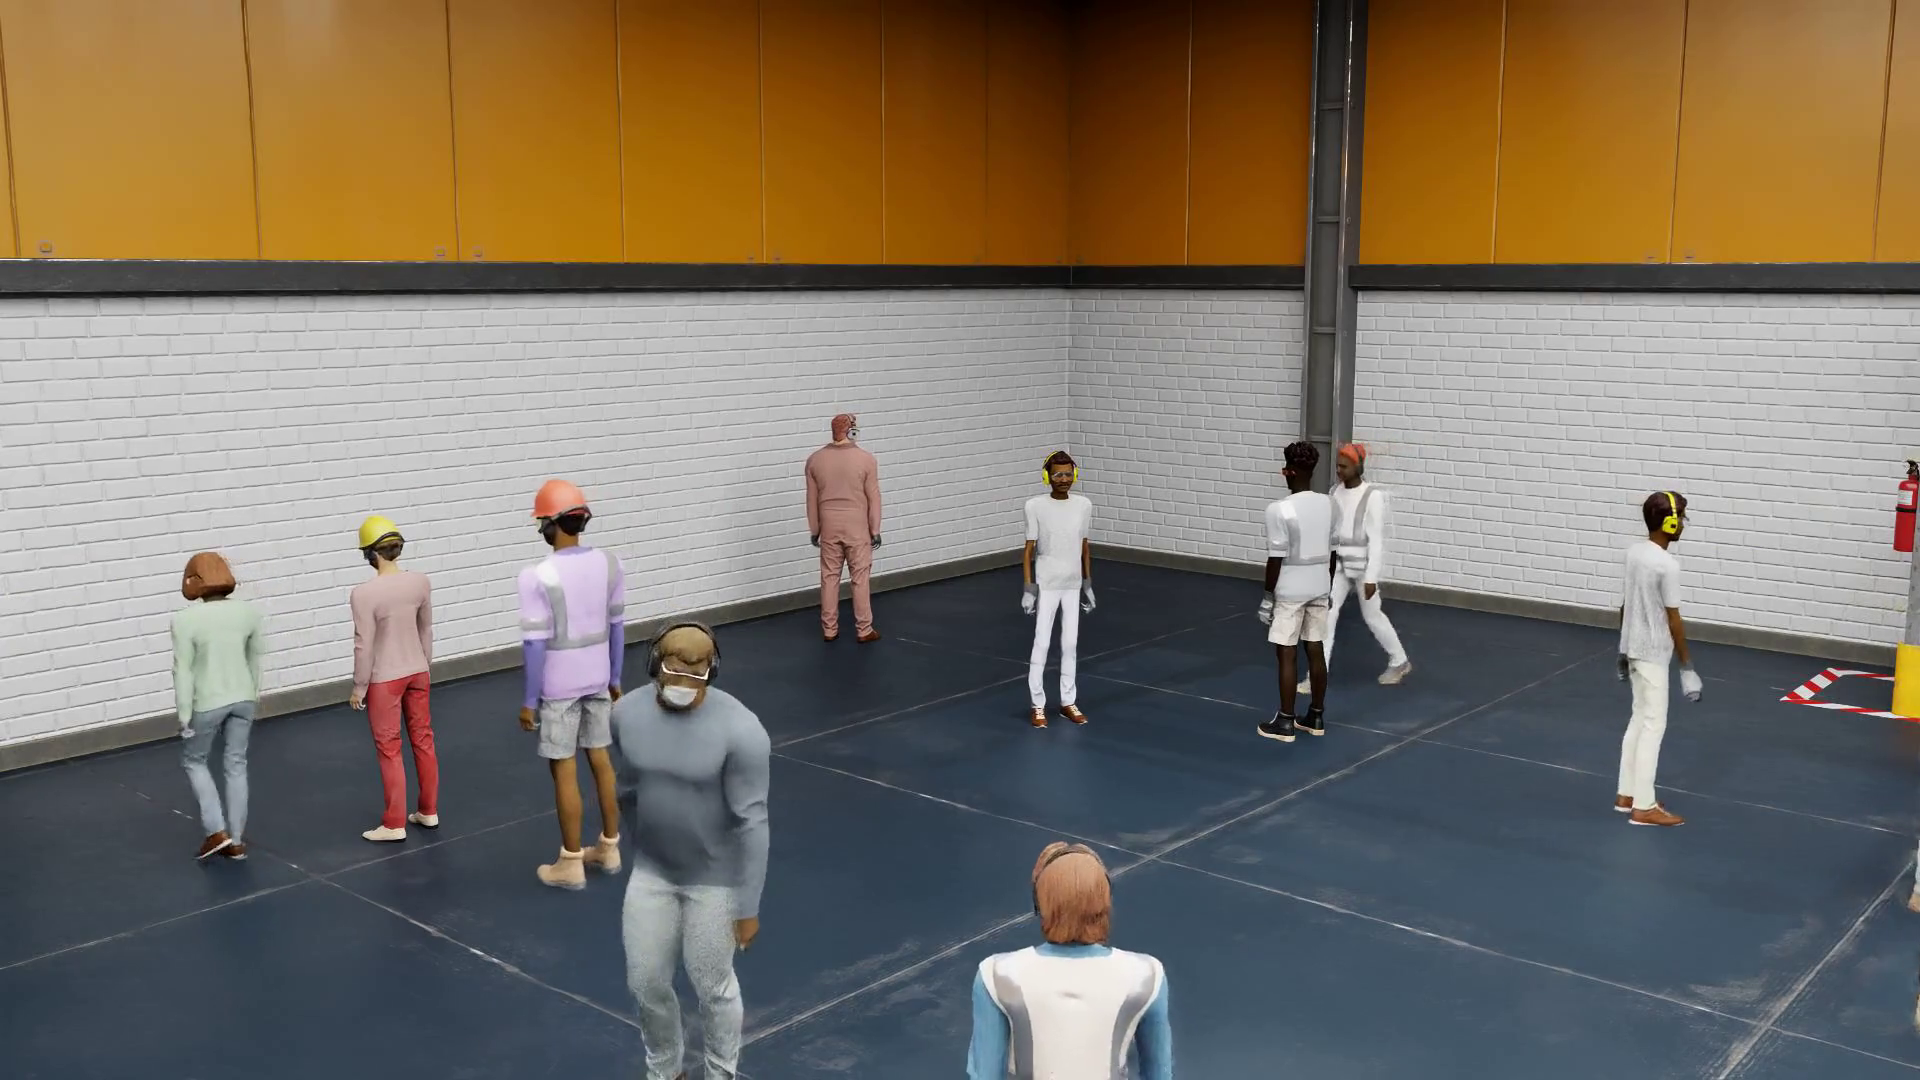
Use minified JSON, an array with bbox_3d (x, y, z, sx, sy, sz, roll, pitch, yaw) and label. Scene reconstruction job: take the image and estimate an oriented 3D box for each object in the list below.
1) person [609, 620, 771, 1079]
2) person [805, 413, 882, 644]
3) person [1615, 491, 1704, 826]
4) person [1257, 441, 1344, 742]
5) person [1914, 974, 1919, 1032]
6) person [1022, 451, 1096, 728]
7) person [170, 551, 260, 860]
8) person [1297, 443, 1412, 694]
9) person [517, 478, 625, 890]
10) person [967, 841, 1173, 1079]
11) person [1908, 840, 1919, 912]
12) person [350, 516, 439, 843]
[{"bbox_3d":[-0.916,1.175,5.777,0.649,1.897,0.535,3,10,20],"label":"person"},{"bbox_3d":[-0.939,-0.092,13.736,0.636,1.903,0.404,3,9,15],"label":"person"},{"bbox_3d":[3.835,0.652,9.183,0.363,1.865,0.566,0,9,-2],"label":"person"},{"bbox_3d":[2.207,0.334,10.861,0.603,1.963,0.367,-5,10,-30],"label":"person"},{"bbox_3d":[3.861,1.233,6.196,0.546,1.644,0.886,1,9,6],"label":"person"},{"bbox_3d":[0.670,0.327,11.199,0.533,1.870,0.315,-3,10,-20],"label":"person"},{"bbox_3d":[-3.851,0.865,8.640,0.340,1.614,0.513,7,12,38],"label":"person"},{"bbox_3d":[2.924,0.193,12.151,0.986,1.840,0.581,-5,10,-29],"label":"person"},{"bbox_3d":[-1.946,0.707,8.275,0.395,2.039,0.614,7,11,38],"label":"person"},{"bbox_3d":[0.282,1.557,4.323,0.546,1.589,0.868,0,9,-1],"label":"person"},{"bbox_3d":[4.748,0.955,7.491,0.648,1.800,0.926,-2,9,-12],"label":"person"},{"bbox_3d":[-3.055,0.743,8.938,0.327,1.760,0.523,5,10,29],"label":"person"}]
